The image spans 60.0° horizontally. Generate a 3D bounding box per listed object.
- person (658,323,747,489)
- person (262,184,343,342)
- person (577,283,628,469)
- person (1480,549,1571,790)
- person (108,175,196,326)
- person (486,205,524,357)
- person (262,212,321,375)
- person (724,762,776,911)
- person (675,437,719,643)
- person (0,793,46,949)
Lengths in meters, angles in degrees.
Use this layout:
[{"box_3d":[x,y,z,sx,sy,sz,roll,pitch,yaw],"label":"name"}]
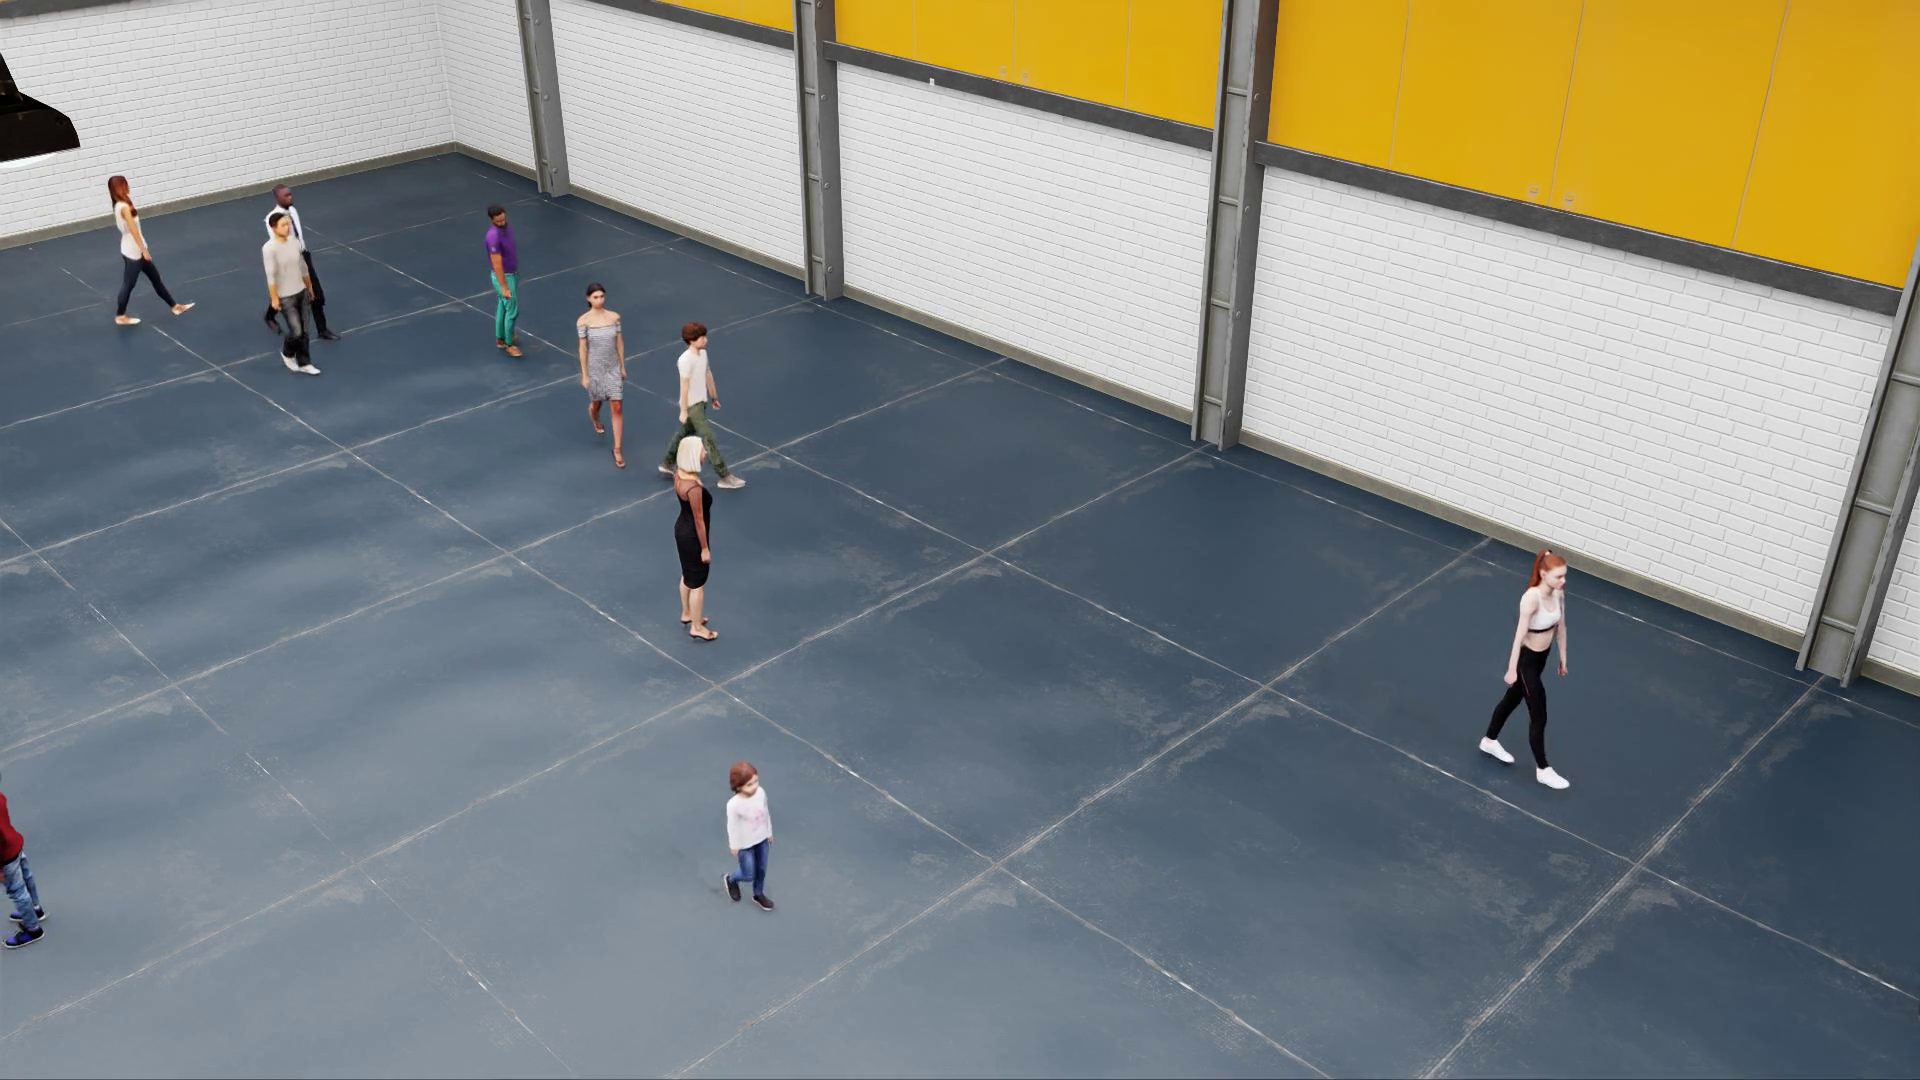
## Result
[{"box_3d":[-2.552,-1.250,15.552,1.212,1.607,0.969,7,29,13],"label":"person"},{"box_3d":[-7.613,-3.105,18.759,1.326,1.793,1.043,10,30,18],"label":"person"},{"box_3d":[-3.466,-1.619,16.037,0.825,1.791,1.123,-14,31,-23],"label":"person"},{"box_3d":[3.907,0.825,11.629,0.655,1.721,0.988,-22,35,-34],"label":"person"},{"box_3d":[-9.601,-3.279,19.136,0.901,1.738,1.119,-14,32,-24],"label":"person"},{"box_3d":[-5.060,-2.893,18.441,0.915,1.725,0.871,-4,29,-7],"label":"person"},{"box_3d":[-7.280,-2.660,17.928,0.804,1.807,0.787,13,31,23],"label":"person"},{"box_3d":[-1.348,1.836,10.422,0.559,1.103,0.452,23,36,36],"label":"person"},{"box_3d":[-2.116,-0.012,13.142,0.708,1.742,0.576,-12,31,-21],"label":"person"},{"box_3d":[-5.838,1.893,10.159,0.638,1.255,0.541,-7,29,-13],"label":"person"}]
